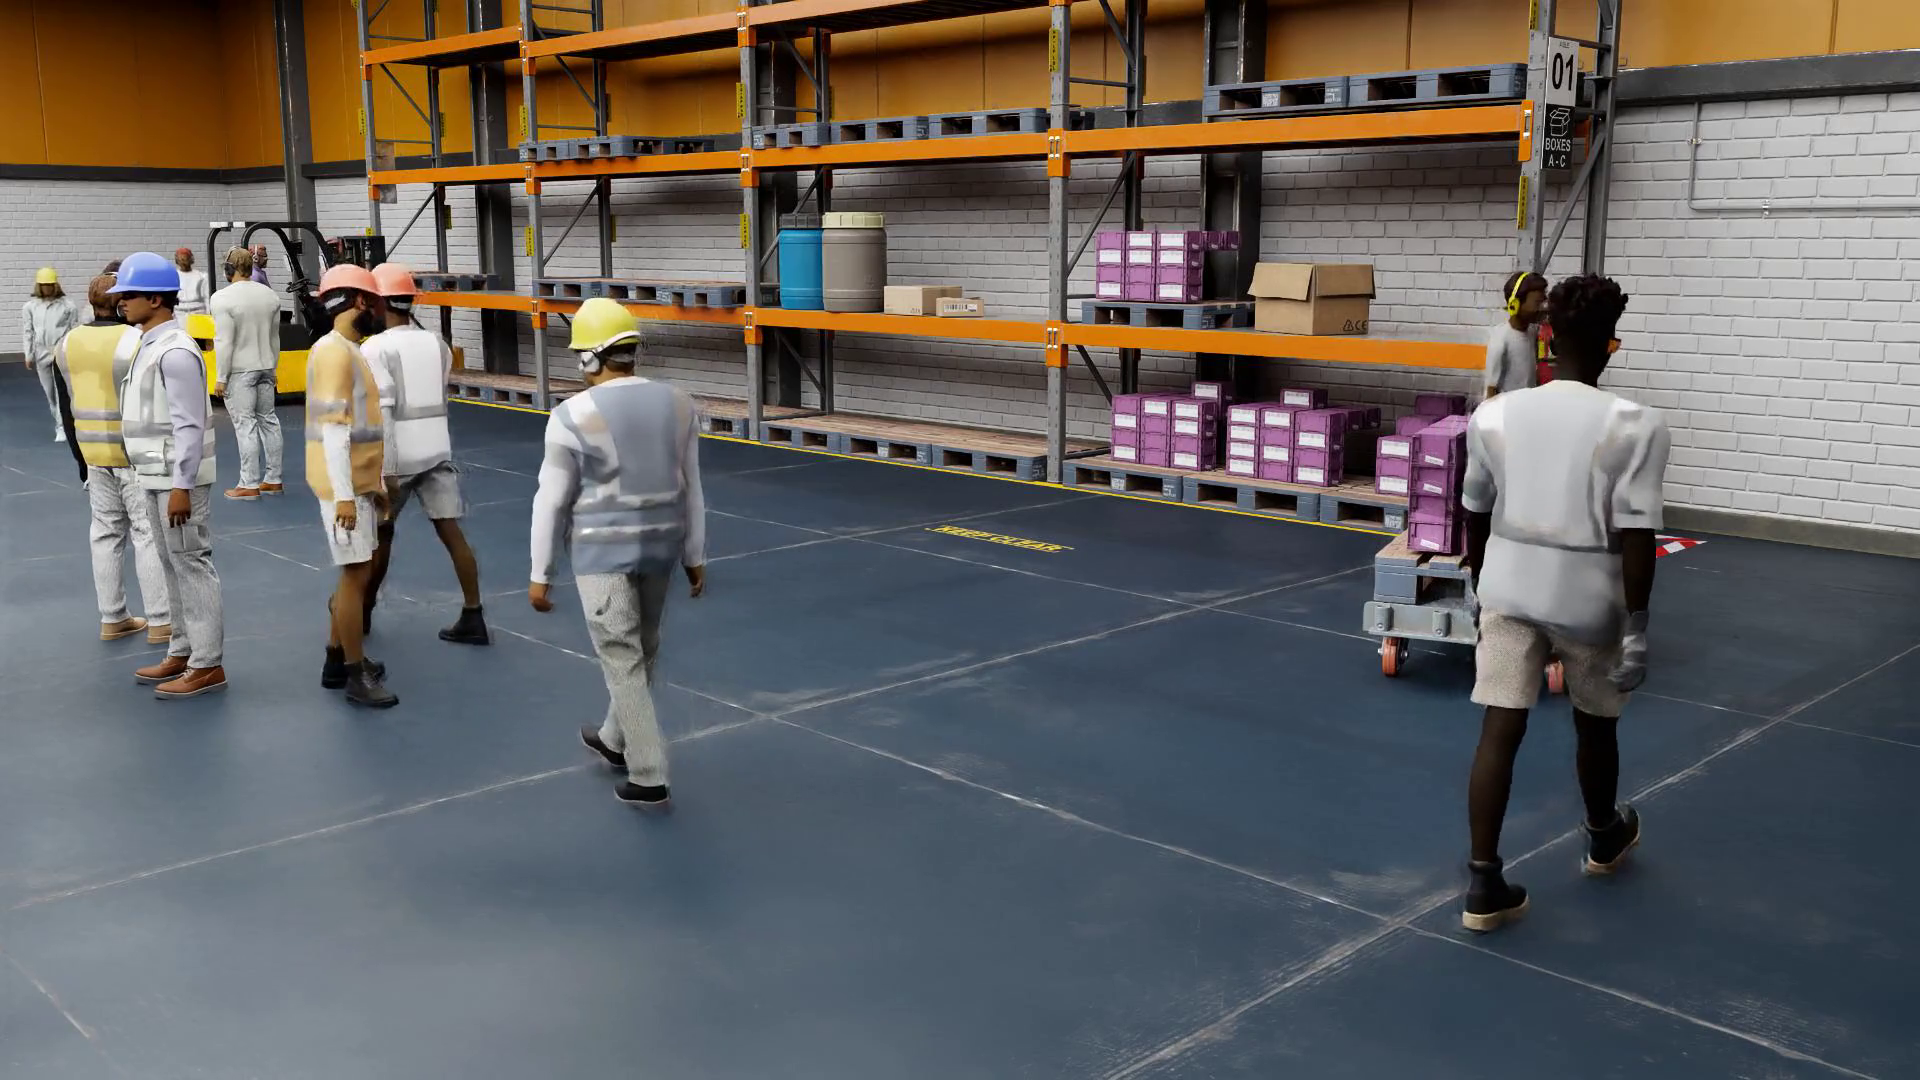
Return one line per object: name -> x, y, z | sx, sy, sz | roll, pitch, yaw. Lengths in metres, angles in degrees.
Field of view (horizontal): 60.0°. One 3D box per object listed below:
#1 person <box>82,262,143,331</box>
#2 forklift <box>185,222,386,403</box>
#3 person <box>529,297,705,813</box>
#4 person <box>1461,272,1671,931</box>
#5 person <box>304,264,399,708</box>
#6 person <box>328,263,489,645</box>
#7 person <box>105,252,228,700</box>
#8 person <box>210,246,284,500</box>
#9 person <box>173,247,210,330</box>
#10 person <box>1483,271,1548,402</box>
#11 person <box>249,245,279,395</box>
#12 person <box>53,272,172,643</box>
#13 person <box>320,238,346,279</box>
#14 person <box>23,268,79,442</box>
person -> -6.131, -1.109, 12.198 | 0.544, 1.817, 0.922 | -7, 13, -35
forklift -> -8.169, -2.758, 20.163 | 2.313, 2.155, 1.214 | -10, 14, -44
person -> -1.271, 0.042, 5.956 | 0.758, 1.797, 0.621 | 10, 14, 44
person -> 1.809, 0.163, 4.999 | 0.628, 1.910, 0.990 | 9, 14, 40
person -> -2.660, -0.230, 7.218 | 0.392, 1.894, 0.661 | -2, 11, -10
person -> -2.771, -0.424, 8.296 | 0.993, 1.875, 0.586 | 6, 12, 32
person -> -3.479, -0.281, 7.331 | 0.387, 1.948, 0.601 | -8, 13, -37
person -> -5.475, -1.275, 12.775 | 0.372, 1.940, 0.631 | 4, 11, 20
person -> -10.455, -3.044, 22.618 | 0.574, 1.868, 0.554 | -3, 11, -14
person -> 2.990, -0.585, 9.302 | 0.776, 1.832, 0.554 | 6, 12, 31
person -> -8.899, -2.793, 21.167 | 0.403, 1.901, 0.639 | -5, 11, -24
person -> -4.129, -0.401, 8.275 | 0.633, 1.843, 0.429 | 3, 11, 16
person -> -8.484, -3.219, 23.284 | 0.844, 1.989, 0.384 | -8, 13, -38
person -> -9.048, -1.862, 16.619 | 0.489, 1.707, 0.891 | -3, 11, -17
